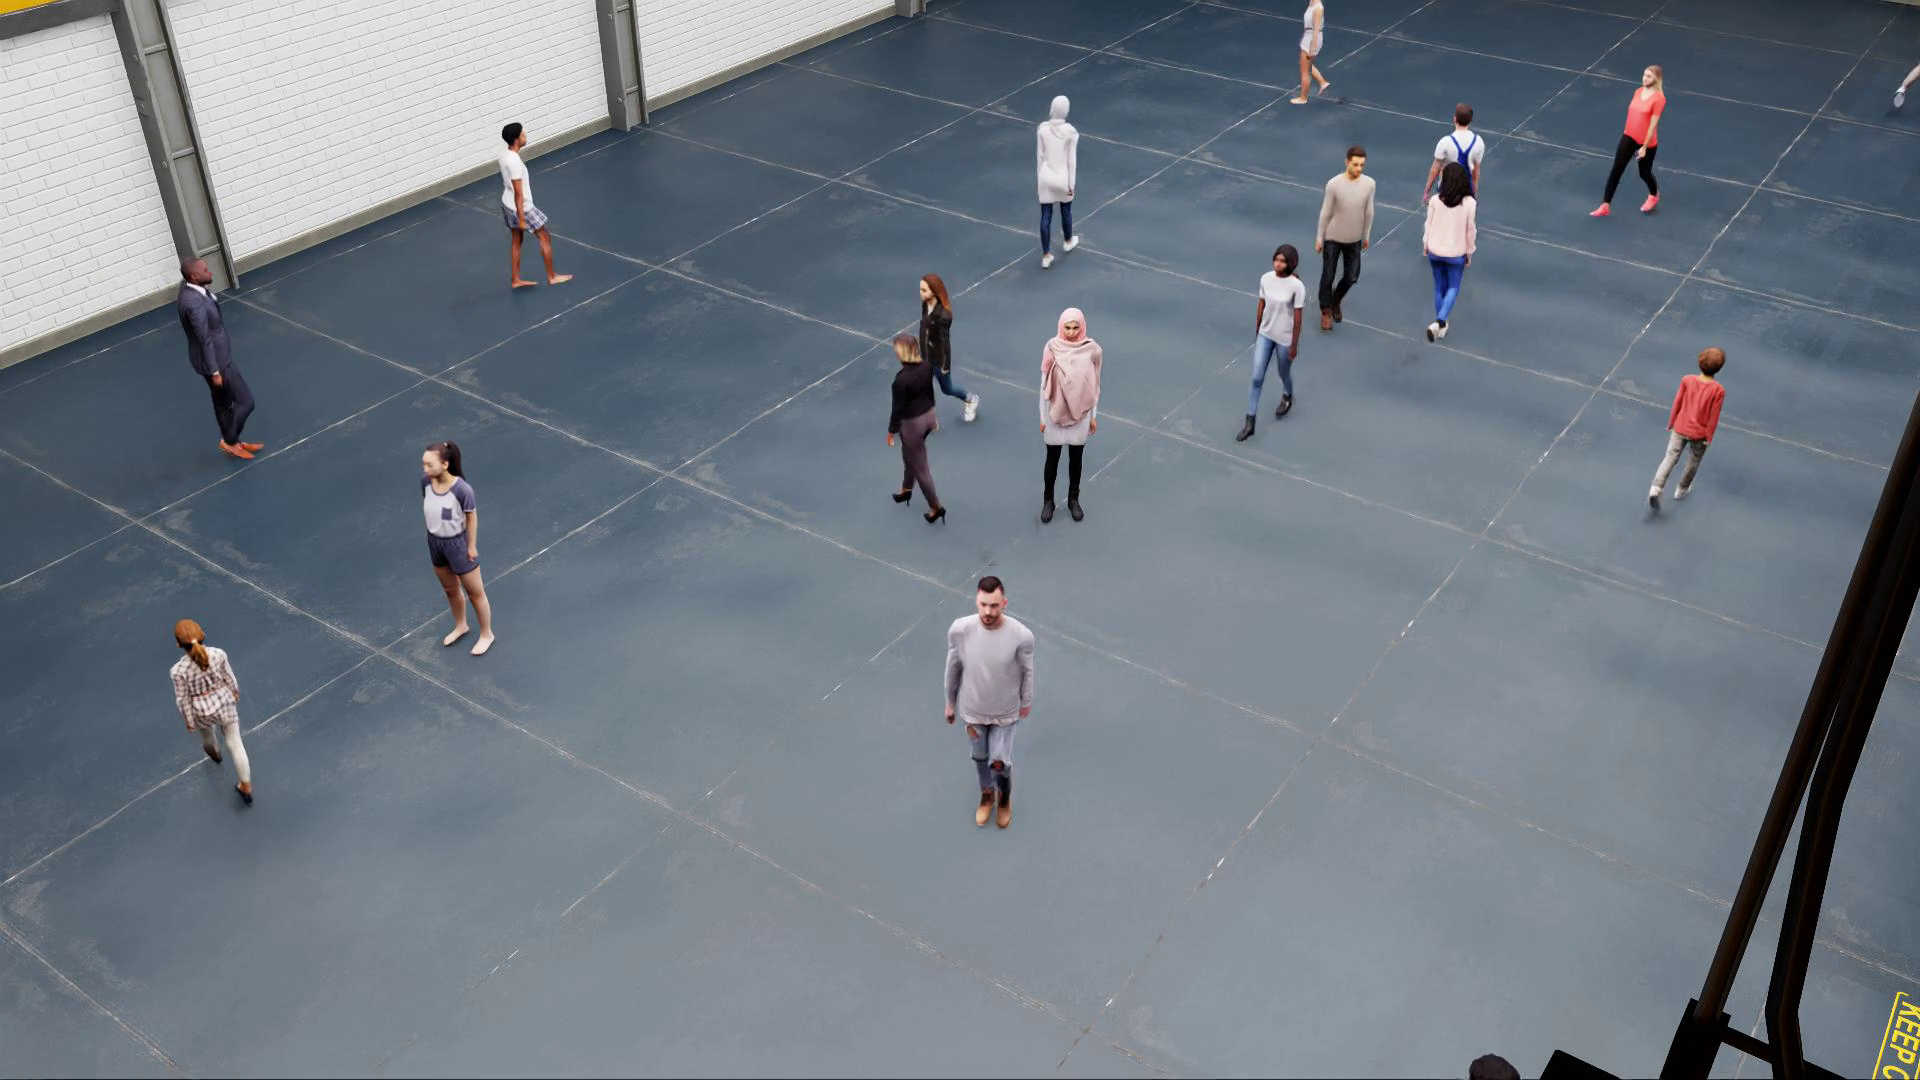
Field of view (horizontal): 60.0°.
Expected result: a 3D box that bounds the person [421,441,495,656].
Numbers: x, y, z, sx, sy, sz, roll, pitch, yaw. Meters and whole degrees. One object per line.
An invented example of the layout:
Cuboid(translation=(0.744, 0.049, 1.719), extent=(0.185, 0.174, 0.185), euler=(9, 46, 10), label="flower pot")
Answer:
Cuboid(translation=(-3.531, 0.044, 11.619), extent=(0.624, 1.651, 0.572), euler=(15, 36, 21), label="person")

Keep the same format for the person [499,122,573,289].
Cuboid(translation=(-4.470, -3.297, 16.592), extent=(0.981, 1.709, 0.886), euler=(-16, 37, -23), label="person")

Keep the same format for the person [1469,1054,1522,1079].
Cuboid(translation=(2.356, 2.836, 7.781), extent=(0.562, 1.250, 0.445), euler=(27, 42, 34), label="person")

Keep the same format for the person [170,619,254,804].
Cuboid(translation=(-4.645, 1.086, 10.396), extent=(0.946, 1.268, 0.776), euler=(-24, 40, -31), label="person")

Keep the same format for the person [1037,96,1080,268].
Cuboid(translation=(0.947, -3.649, 17.081), extent=(0.783, 1.753, 1.002), euler=(11, 35, 16), label="person")

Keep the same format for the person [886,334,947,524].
Cuboid(translation=(-0.266, -0.814, 12.915), extent=(0.688, 1.644, 0.733), euler=(21, 39, 28), label="person")

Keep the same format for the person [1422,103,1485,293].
Cuboid(translation=(4.956, -3.390, 16.661), extent=(1.170, 1.788, 1.310), euler=(-2, 34, -3), label="person")

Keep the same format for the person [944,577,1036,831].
Cuboid(translation=(0.189, 0.944, 10.107), extent=(0.762, 1.826, 0.737), euler=(8, 34, 12), label="person")

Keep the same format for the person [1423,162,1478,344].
Cuboid(translation=(4.528, -2.625, 15.558), extent=(0.699, 1.736, 0.928), euler=(20, 39, 28), label="person")

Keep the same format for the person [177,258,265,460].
Cuboid(translation=(-6.235, -1.460, 13.734), extent=(0.820, 1.813, 0.823), euler=(-15, 36, -21), label="person")

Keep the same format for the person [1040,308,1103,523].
Cuboid(translation=(0.840, -0.980, 13.021), extent=(0.739, 1.803, 0.783), euler=(-2, 34, -3), label="person")

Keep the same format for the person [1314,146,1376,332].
Cuboid(translation=(3.641, -2.905, 15.876), extent=(0.816, 1.849, 0.850), euler=(0, 34, 1), label="person")

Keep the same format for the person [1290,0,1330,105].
Cuboid(translation=(4.589, -6.386, 21.343), extent=(0.828, 1.595, 0.793), euler=(1, 34, 2), label="person")

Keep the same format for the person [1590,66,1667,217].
Cuboid(translation=(7.504, -4.334, 18.199), extent=(1.197, 1.657, 0.922), euler=(-18, 37, -25), label="person")

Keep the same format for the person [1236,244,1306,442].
Cuboid(translation=(2.762, -1.727, 14.261), extent=(0.595, 1.675, 1.099), euler=(22, 40, 30), label="person")

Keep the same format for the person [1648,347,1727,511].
Cuboid(translation=(5.790, -0.866, 13.216), extent=(0.577, 1.397, 0.882), euler=(26, 42, 33), label="person")

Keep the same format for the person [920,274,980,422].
Cuboid(translation=(-0.140, -1.602, 14.269), extent=(1.021, 1.459, 0.796), euler=(-21, 39, -28), label="person")
